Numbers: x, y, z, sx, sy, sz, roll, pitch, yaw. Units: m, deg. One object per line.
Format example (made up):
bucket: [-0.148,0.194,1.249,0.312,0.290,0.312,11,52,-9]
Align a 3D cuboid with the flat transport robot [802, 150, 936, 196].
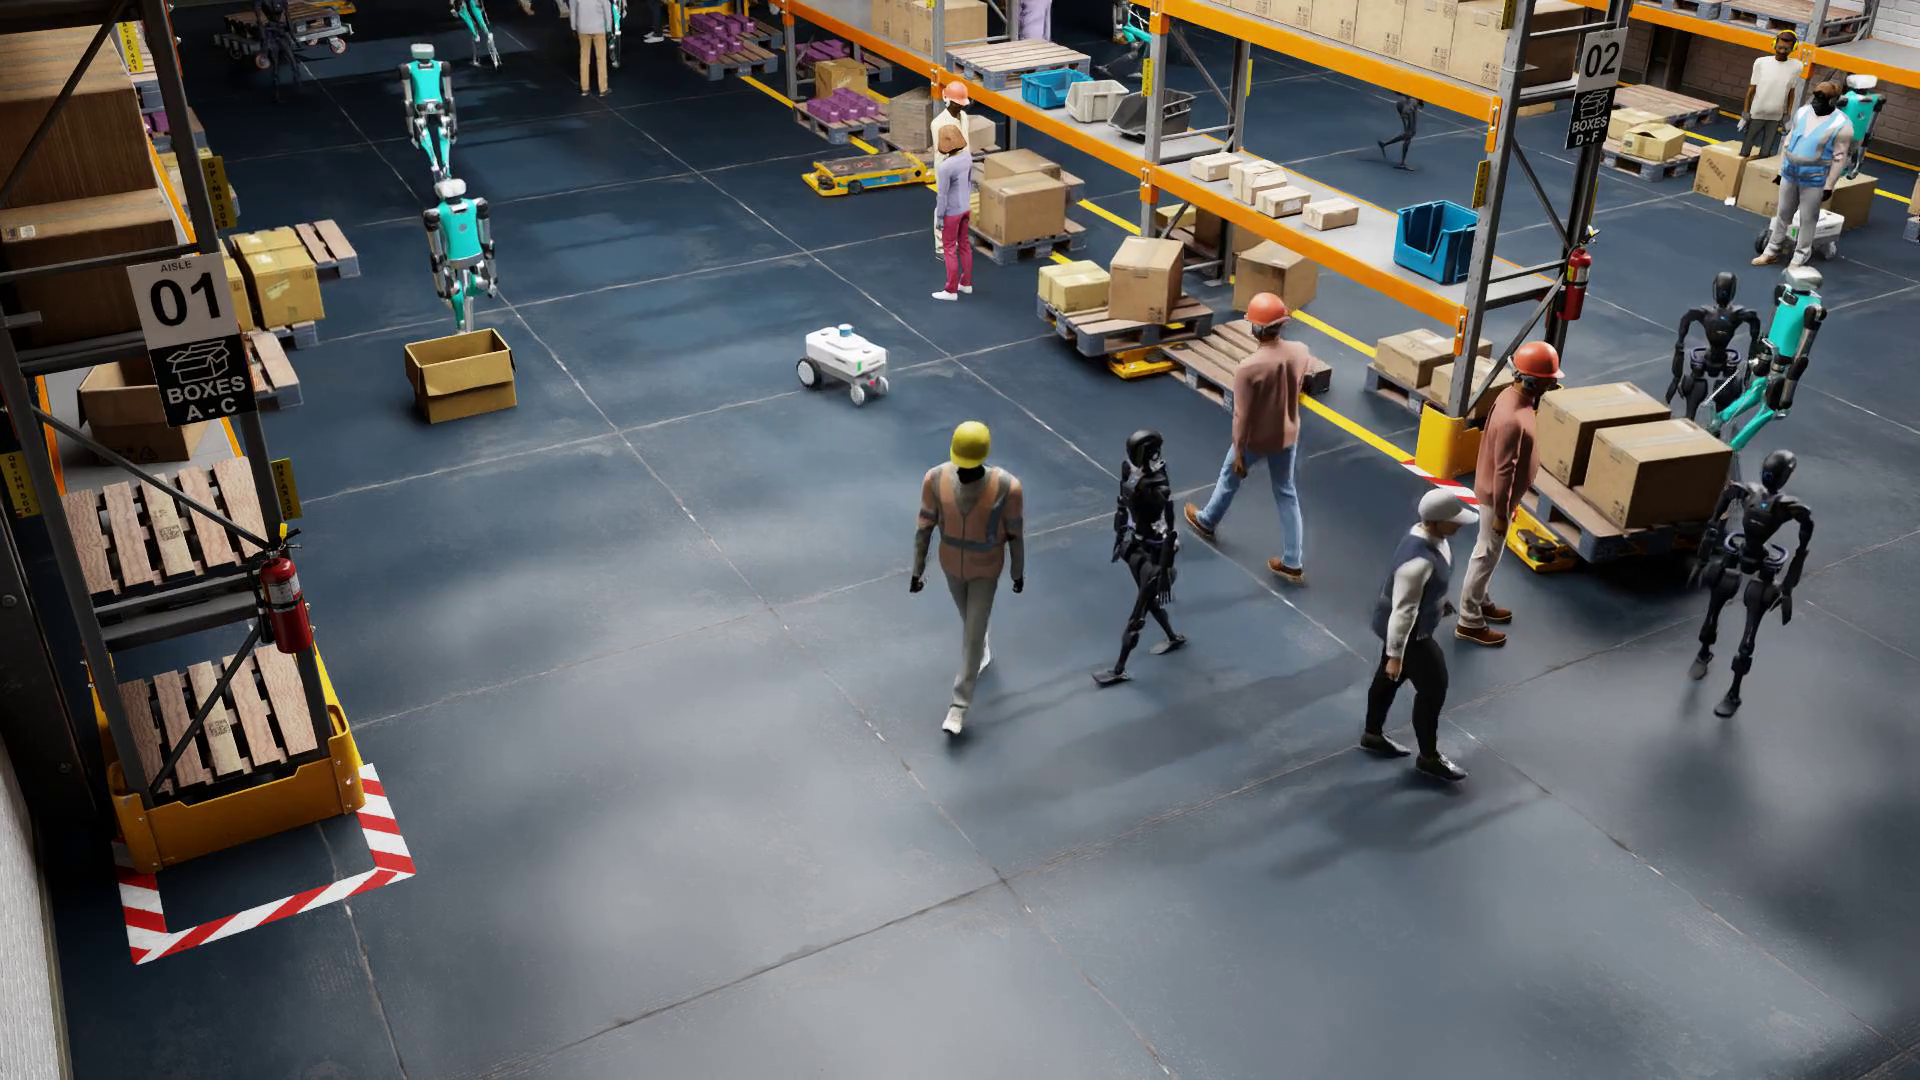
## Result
flat transport robot: [-0.978,-4.086,18.523,1.431,0.231,0.659,-12,32,-20]

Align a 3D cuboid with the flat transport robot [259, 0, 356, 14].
flat transport robot: [-10.159,-8.264,25.795,1.431,0.231,0.659,-12,32,-20]

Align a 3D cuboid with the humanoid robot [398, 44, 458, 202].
humanoid robot: [-5.451,-4.239,17.325,0.551,1.740,1.046,-14,33,-23]

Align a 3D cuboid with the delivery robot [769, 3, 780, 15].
delivery robot: [-2.611,-8.502,25.904,0.758,0.577,0.499,-4,30,-8]

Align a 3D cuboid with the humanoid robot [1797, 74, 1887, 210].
humanoid robot: [8.599,-3.780,16.499,0.539,1.777,0.748,-4,30,-6]

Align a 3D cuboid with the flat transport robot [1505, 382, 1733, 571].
flat transport robot: [4.476,-0.095,11.574,1.431,0.231,0.659,-7,31,-13]

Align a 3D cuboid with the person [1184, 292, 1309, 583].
person: [1.985,-0.724,11.003,0.630,1.924,1.079,-14,33,-23]

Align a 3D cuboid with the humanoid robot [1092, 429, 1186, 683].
humanoid robot: [1.118,0.072,9.921,0.770,1.621,0.609,-15,33,-24]

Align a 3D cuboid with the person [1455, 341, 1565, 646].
person: [3.350,-0.290,10.196,0.402,1.987,0.611,11,32,18]

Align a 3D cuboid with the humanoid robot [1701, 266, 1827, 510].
humanoid robot: [5.576,-1.048,11.796,0.670,1.831,0.531,-2,30,-3]

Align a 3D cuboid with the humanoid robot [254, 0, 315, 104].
humanoid robot: [-8.628,-6.350,21.049,0.551,1.643,0.583,13,32,21]

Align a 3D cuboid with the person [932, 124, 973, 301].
person: [-0.061,-3.003,15.274,0.288,1.629,0.498,18,35,29]

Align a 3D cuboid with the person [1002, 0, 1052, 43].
person: [0.869,-6.287,20.762,0.983,1.860,0.637,21,36,32]

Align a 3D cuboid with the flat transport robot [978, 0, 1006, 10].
flat transport robot: [0.728,-8.574,26.336,0.659,0.231,1.431,-20,36,-31]

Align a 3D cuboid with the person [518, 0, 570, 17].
person: [-6.346,-8.866,25.297,0.801,1.815,0.631,-10,31,-17]

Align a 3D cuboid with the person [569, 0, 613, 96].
person: [-4.751,-6.645,21.513,0.567,1.732,0.400,3,30,5]

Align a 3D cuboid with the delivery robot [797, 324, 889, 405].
delivery robot: [-0.945,-1.495,13.699,0.499,0.568,0.747,-26,39,-38]

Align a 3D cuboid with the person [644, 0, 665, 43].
person: [-4.501,-8.147,24.022,0.349,1.839,0.517,-5,30,-9]

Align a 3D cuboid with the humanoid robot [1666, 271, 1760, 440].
humanoid robot: [5.481,-1.169,12.071,0.630,1.639,0.645,12,32,20]

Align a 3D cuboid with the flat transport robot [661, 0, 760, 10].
flat transport robot: [-3.943,-8.534,26.265,1.431,0.231,0.659,-12,32,-19]

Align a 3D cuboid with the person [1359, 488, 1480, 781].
person: [2.593,0.516,9.030,0.726,1.734,0.788,11,32,18]

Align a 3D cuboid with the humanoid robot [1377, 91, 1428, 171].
humanoid robot: [5.003,-5.011,18.719,0.510,1.637,0.610,15,33,24]

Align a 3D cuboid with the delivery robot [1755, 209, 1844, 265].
delivery robot: [8.296,-3.015,16.389,0.785,0.613,0.512,-13,32,-21]

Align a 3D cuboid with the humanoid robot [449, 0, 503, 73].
humanoid robot: [-6.539,-7.204,22.534,0.553,1.836,0.884,-26,39,-38]

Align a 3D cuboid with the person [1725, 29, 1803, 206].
person: [8.501,-4.439,17.537,0.518,1.865,0.328,6,30,11]

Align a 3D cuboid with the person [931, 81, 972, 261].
person: [-0.058,-3.585,16.167,0.335,1.744,0.560,15,33,25]

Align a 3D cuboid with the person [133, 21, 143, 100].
person: [-10.647,-6.573,21.207,0.471,1.914,0.632,26,39,38]

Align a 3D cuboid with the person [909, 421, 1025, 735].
person: [0.018,0.173,9.505,0.626,1.861,1.013,11,32,18]

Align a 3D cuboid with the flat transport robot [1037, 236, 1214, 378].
flat transport robot: [1.392,-1.797,14.537,0.659,0.231,1.431,-12,32,-20]

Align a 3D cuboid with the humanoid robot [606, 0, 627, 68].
humanoid robot: [-4.760,-7.142,22.411,0.566,1.741,1.079,-6,30,-10]

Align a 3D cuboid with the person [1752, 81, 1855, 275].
person: [8.036,-3.436,15.813,0.431,1.845,0.622,-14,33,-24]

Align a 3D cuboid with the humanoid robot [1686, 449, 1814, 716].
humanoid robot: [4.586,0.190,9.675,0.601,1.649,0.518,22,37,33]

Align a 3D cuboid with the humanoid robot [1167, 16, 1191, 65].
humanoid robot: [3.038,-7.360,22.810,0.365,1.635,0.610,10,31,17]

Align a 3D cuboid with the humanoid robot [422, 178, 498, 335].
humanoid robot: [-4.103,-2.152,13.661,0.553,1.739,0.980,-20,35,-30]

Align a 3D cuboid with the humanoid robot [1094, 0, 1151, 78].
humanoid robot: [2.263,-6.914,21.957,0.969,1.733,0.547,7,31,12]

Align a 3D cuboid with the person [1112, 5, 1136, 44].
person: [2.387,-8.143,23.956,0.356,1.895,0.577,11,32,18]
